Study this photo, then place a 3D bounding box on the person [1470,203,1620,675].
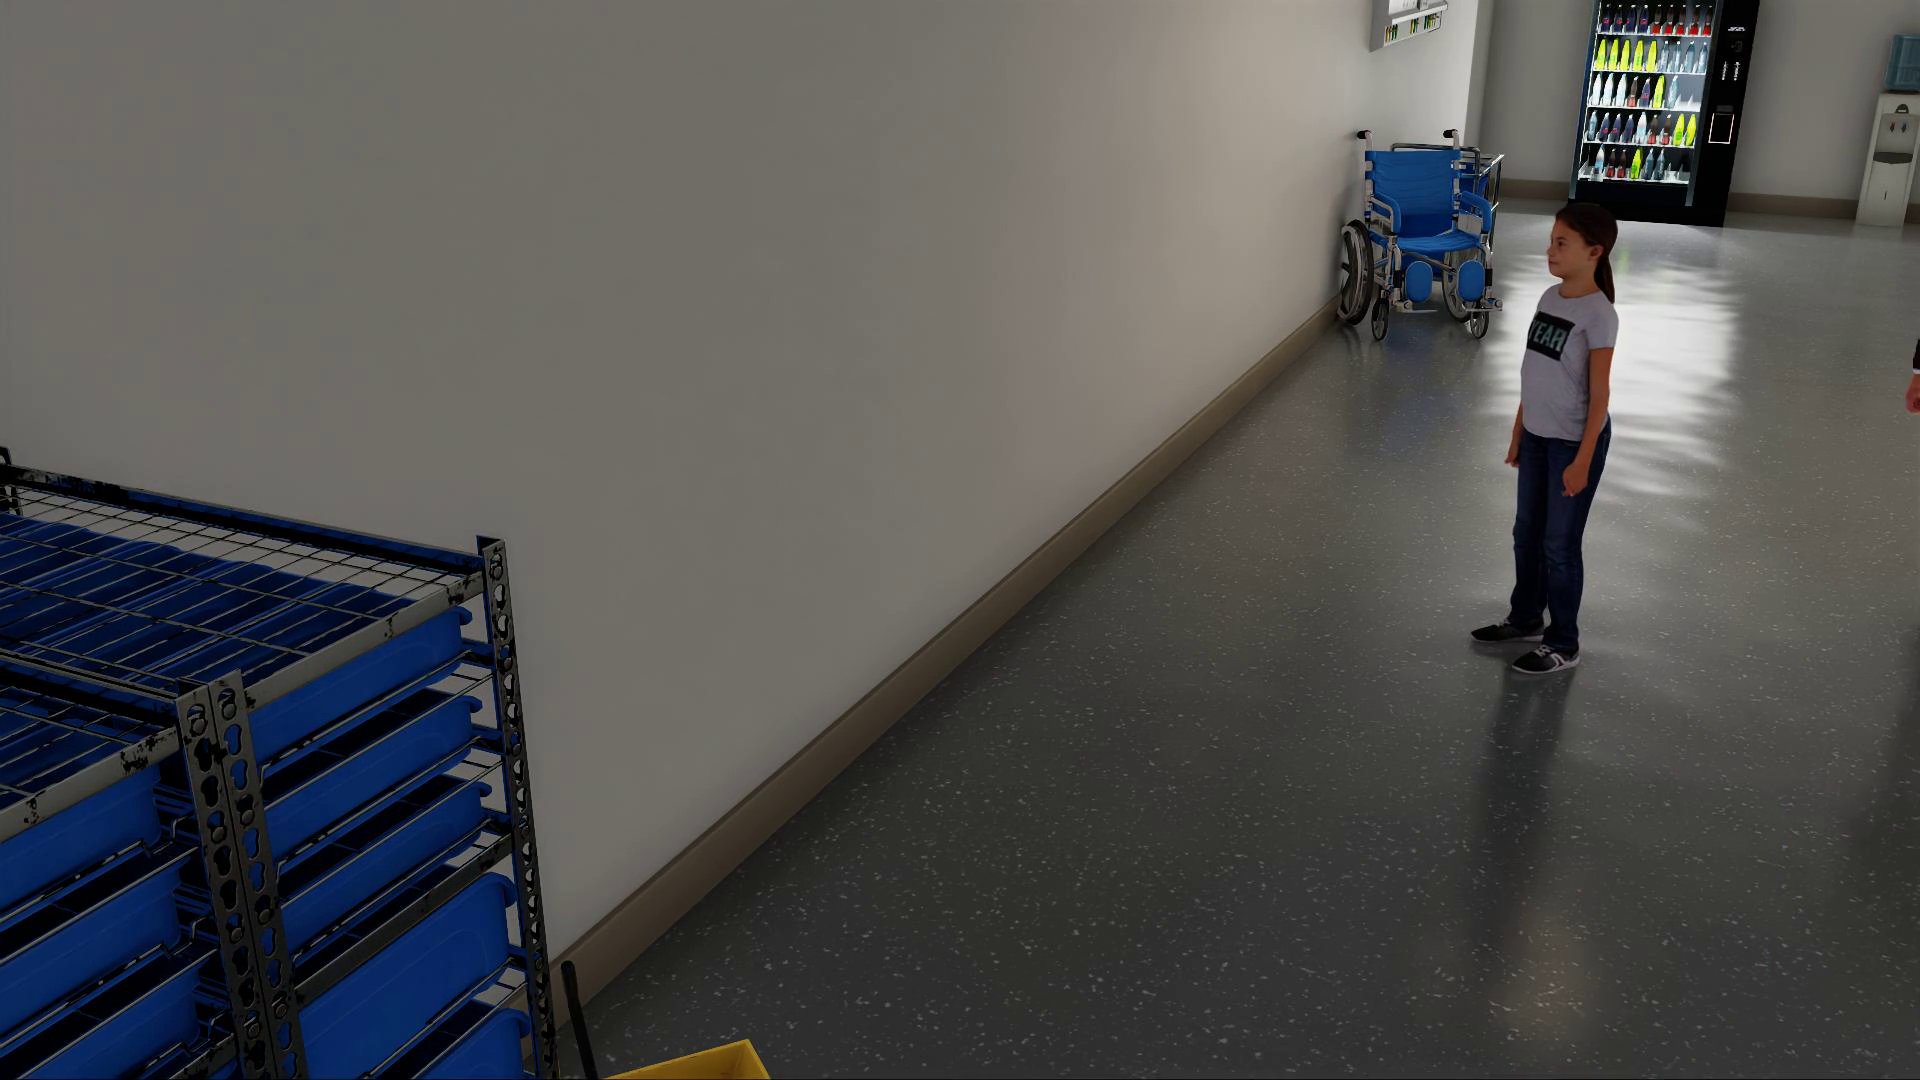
[{"bbox_3d":[1.978,-0.334,5.479,0.674,1.562,0.623,-6,22,-15],"label":"person"}]
